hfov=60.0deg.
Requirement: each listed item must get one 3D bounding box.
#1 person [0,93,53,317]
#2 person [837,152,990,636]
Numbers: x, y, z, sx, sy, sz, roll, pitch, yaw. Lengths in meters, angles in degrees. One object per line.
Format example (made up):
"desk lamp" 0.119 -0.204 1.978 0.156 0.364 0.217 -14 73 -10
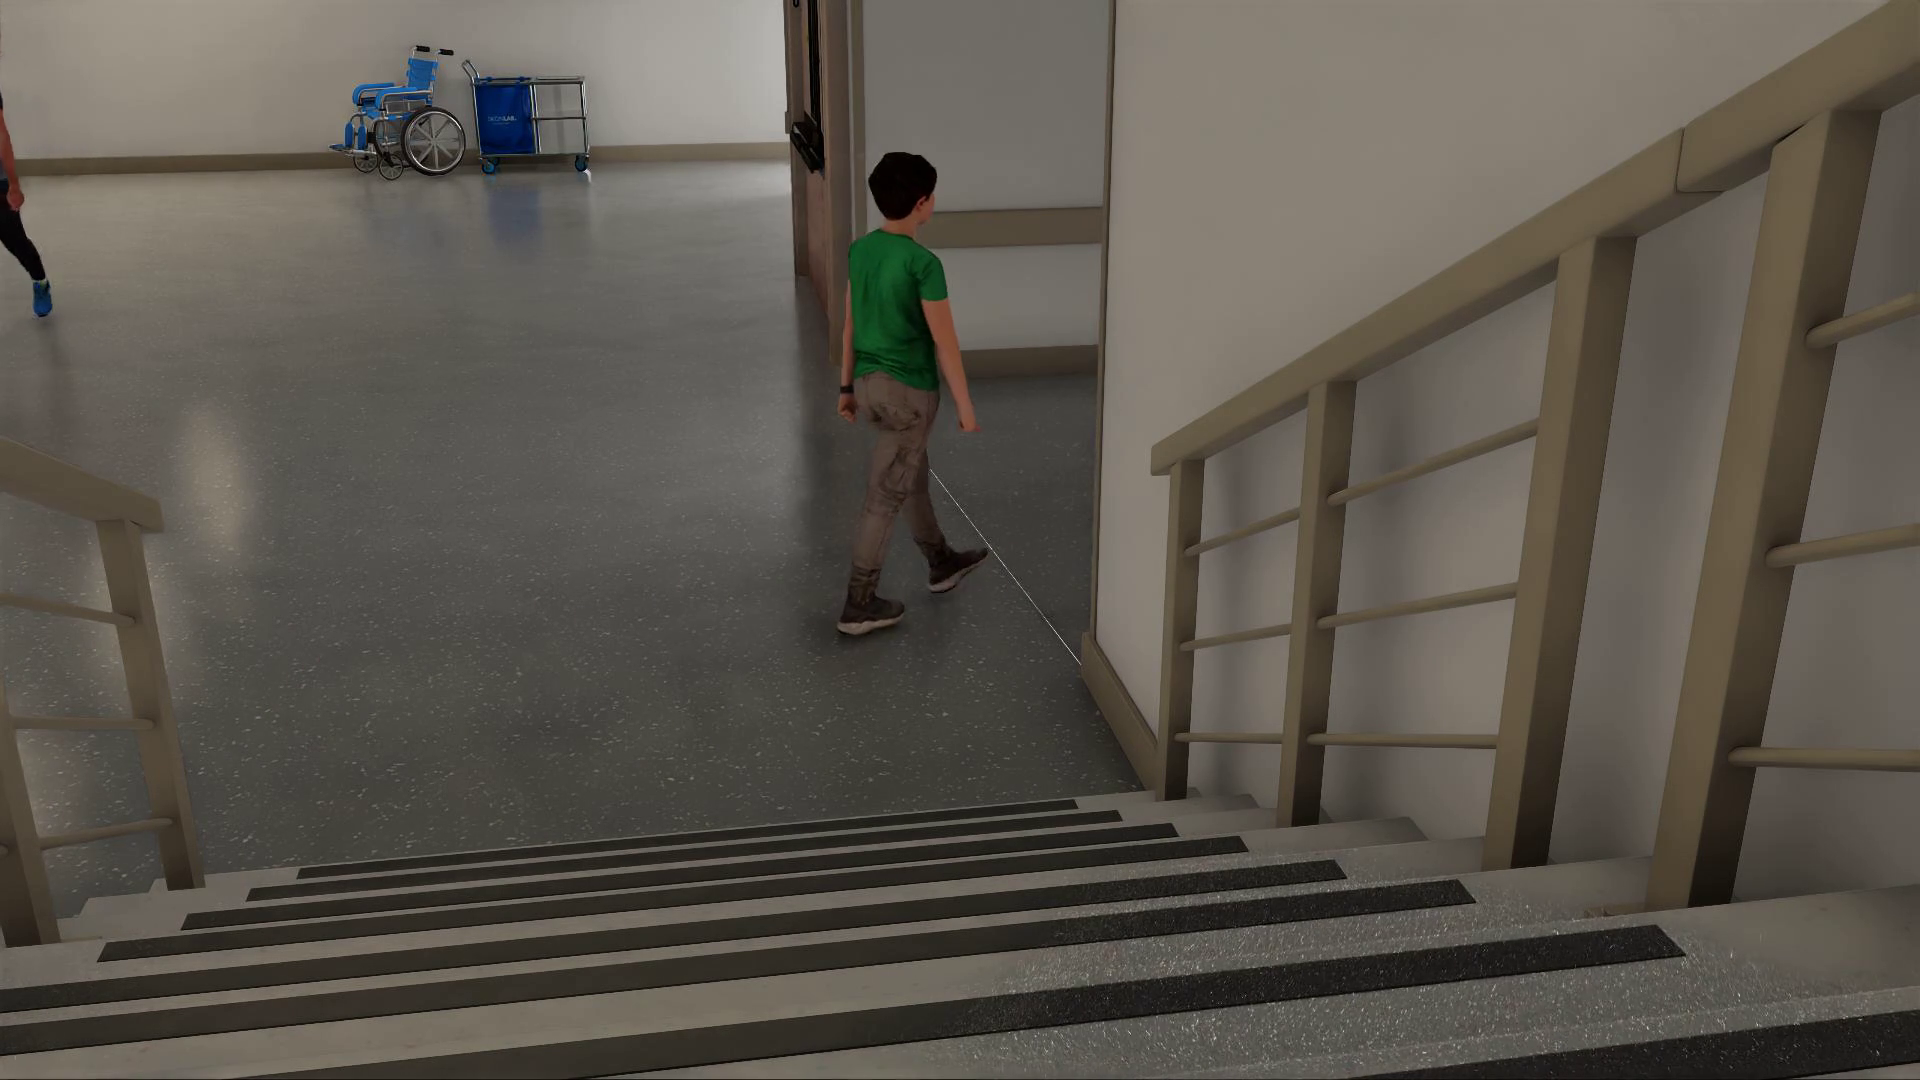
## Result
"person" -5.647 -2.055 9.613 0.746 1.784 1.223 -3 21 -8
"person" -0.278 -0.453 5.611 0.954 1.624 1.006 -16 26 -36
